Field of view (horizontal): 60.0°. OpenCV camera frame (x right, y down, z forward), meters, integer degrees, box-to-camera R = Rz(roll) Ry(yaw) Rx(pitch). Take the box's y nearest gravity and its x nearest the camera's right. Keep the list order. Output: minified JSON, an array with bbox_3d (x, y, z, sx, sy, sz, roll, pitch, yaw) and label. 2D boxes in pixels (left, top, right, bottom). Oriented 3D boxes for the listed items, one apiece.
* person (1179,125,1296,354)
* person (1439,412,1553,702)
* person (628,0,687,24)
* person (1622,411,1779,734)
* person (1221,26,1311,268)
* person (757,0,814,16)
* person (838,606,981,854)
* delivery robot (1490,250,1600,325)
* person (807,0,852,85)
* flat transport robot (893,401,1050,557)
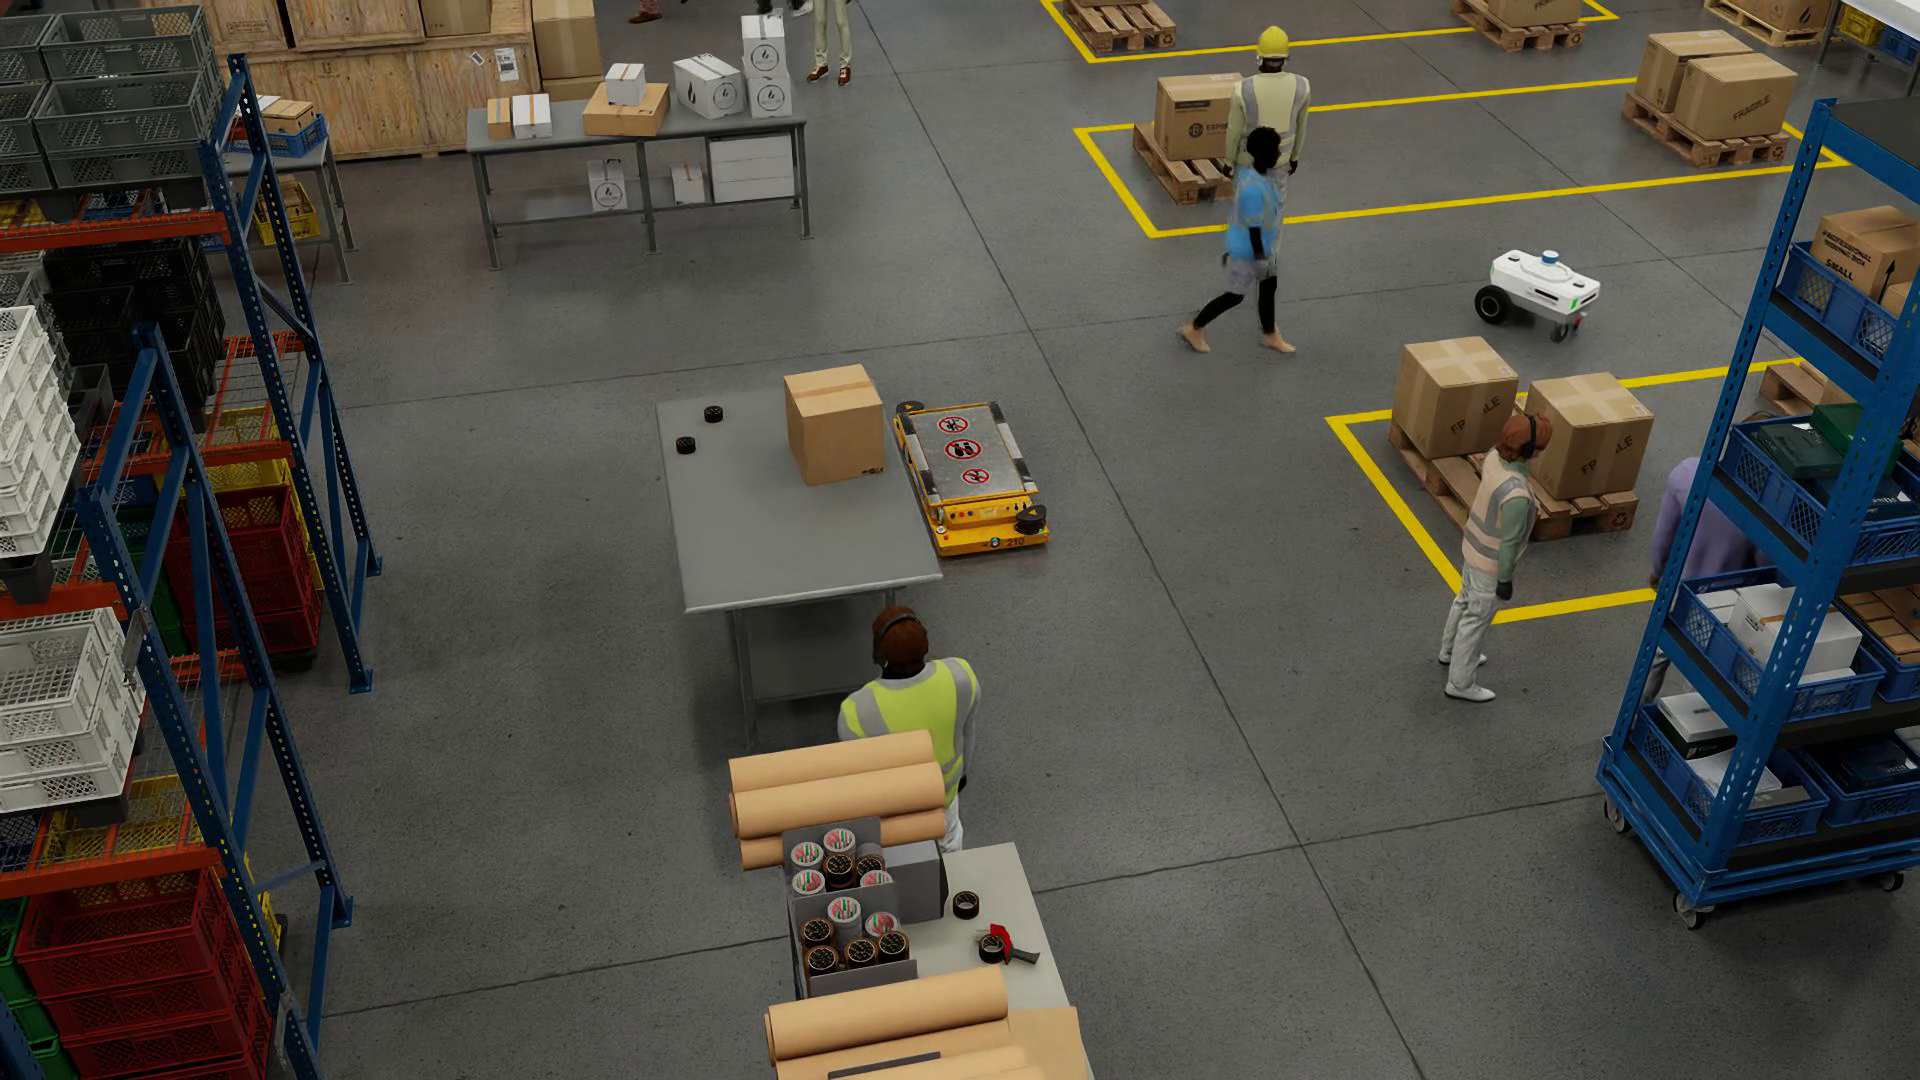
[{"bbox_3d":[1.902,-1.963,11.021,0.674,1.685,0.540,12,38,16],"label":"person"},{"bbox_3d":[2.653,0.076,8.299,0.312,1.633,0.517,3,37,4],"label":"person"},{"bbox_3d":[-3.038,-6.098,16.409,0.714,1.869,0.654,-22,42,-27],"label":"person"},{"bbox_3d":[3.514,0.246,7.818,0.370,1.934,0.627,-26,44,-31],"label":"person"},{"bbox_3d":[2.175,-2.785,11.974,0.588,1.833,0.404,-6,37,-8],"label":"person"},{"bbox_3d":[-1.798,-6.137,16.438,0.612,1.885,0.707,27,44,31],"label":"person"},{"bbox_3d":[-0.225,1.025,6.847,0.624,1.845,0.430,-20,41,-24],"label":"person"},{"bbox_3d":[4.077,-1.782,11.614,0.477,0.478,0.707,-28,45,-32],"label":"delivery robot"},{"bbox_3d":[-1.187,-5.057,14.998,0.514,1.872,0.328,10,38,13],"label":"person"},{"bbox_3d":[0.046,-0.430,10.108,0.652,0.197,1.431,-8,37,-10],"label":"flat transport robot"}]
